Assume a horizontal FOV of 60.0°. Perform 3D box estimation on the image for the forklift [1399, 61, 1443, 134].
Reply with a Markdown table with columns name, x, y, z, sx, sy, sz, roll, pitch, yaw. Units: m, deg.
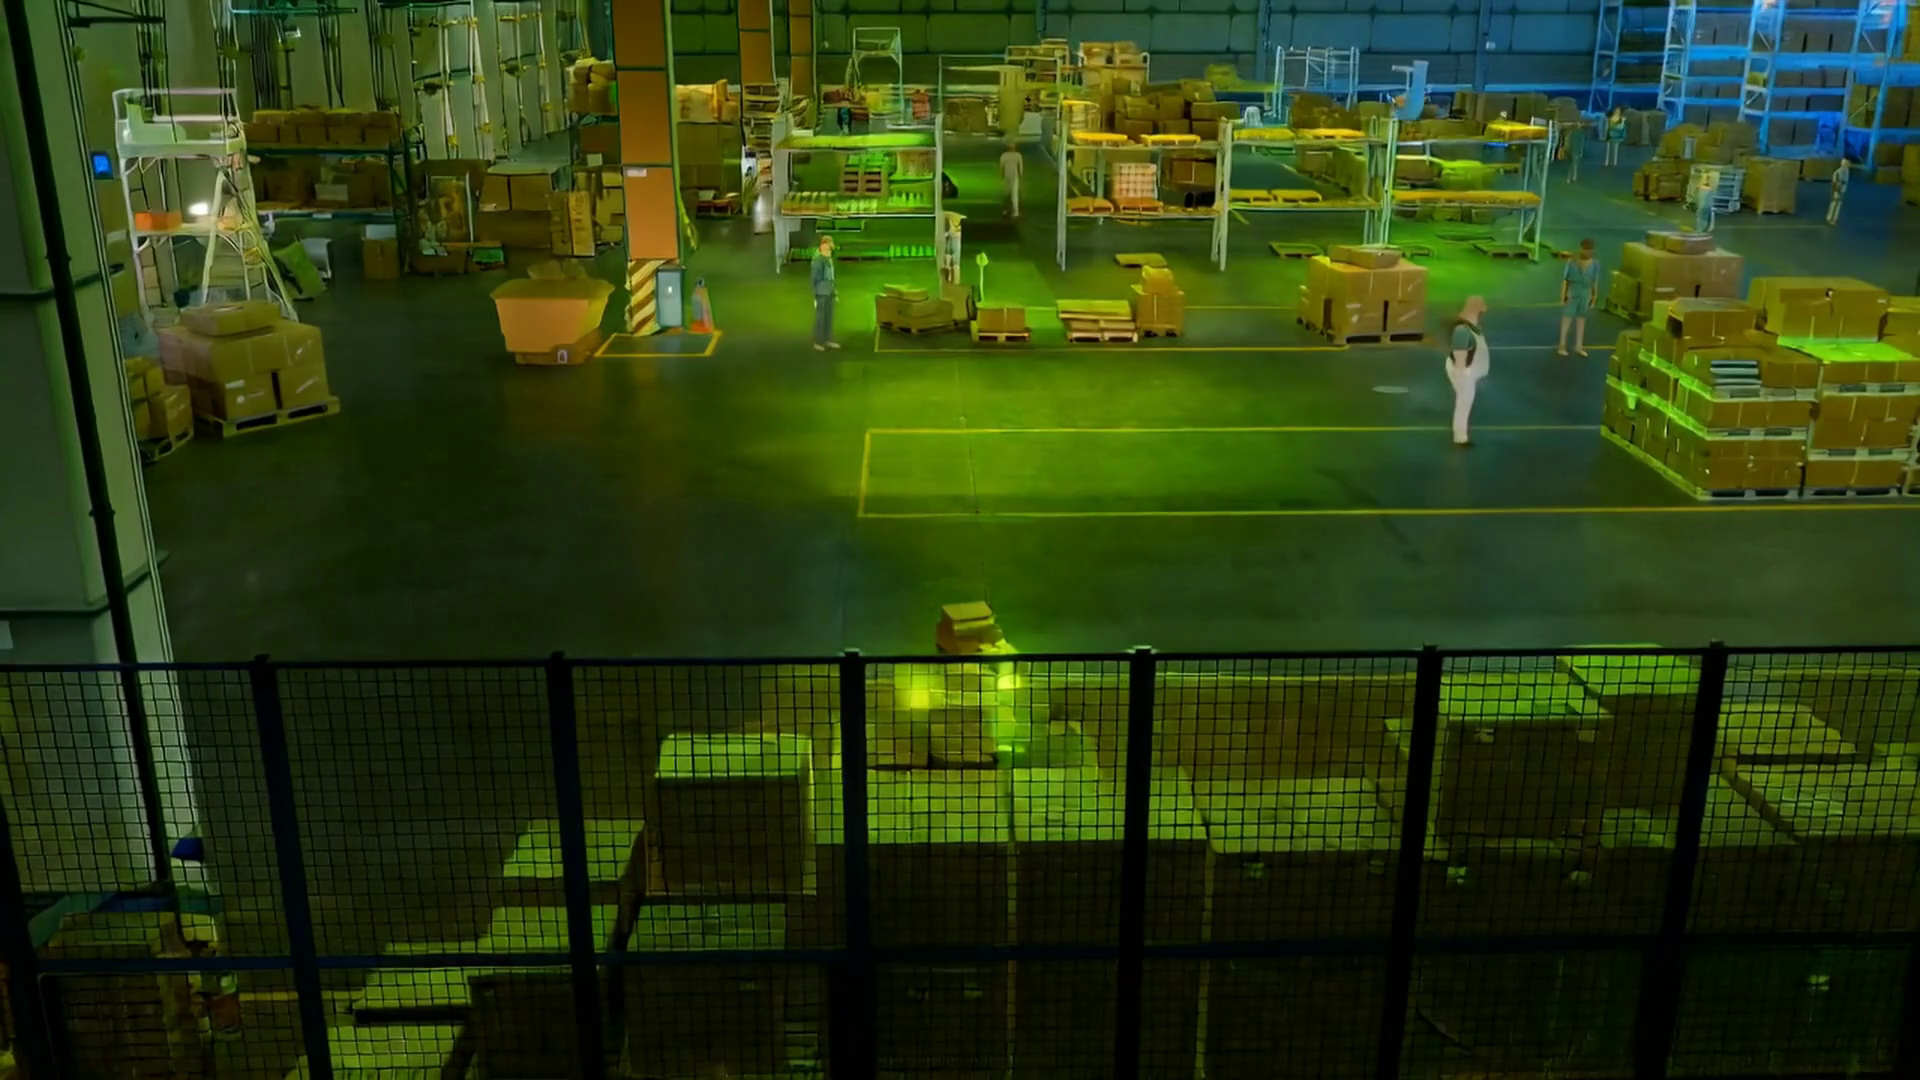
| name | x | y | z | sx | sy | sz | roll | pitch | yaw |
| --- | --- | --- | --- | --- | --- | --- | --- | --- | --- |
| forklift | 18.167 | -17.564 | 65.977 | 1.873 | 2.768 | 1.129 | -1 | 19 | -2 |

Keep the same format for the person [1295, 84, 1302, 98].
| name | x | y | z | sx | sy | sz | roll | pitch | yaw |
| --- | --- | --- | --- | --- | --- | --- | --- | --- | --- |
| person | 13.470 | -17.189 | 66.283 | 0.694 | 1.953 | 0.659 | -3 | 19 | -10 |

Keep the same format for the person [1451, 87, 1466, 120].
| name | x | y | z | sx | sy | sz | roll | pitch | yaw |
| --- | --- | --- | --- | --- | --- | --- | --- | --- | --- |
| person | 19.357 | -16.609 | 64.607 | 0.579 | 1.926 | 0.387 | 8 | 20 | 24 |

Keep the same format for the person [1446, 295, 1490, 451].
| name | x | y | z | sx | sy | sz | roll | pitch | yaw |
| --- | --- | --- | --- | --- | --- | --- | --- | --- | --- |
| person | 6.626 | -2.211 | 21.724 | 0.535 | 2.000 | 0.693 | 6 | 20 | 17 |

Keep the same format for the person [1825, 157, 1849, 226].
| name | x | y | z | sx | sy | sz | roll | pitch | yaw |
| --- | --- | --- | --- | --- | --- | --- | --- | --- | --- |
| person | 21.915 | -8.693 | 41.482 | 0.531 | 1.698 | 0.320 | -8 | 20 | -23 |

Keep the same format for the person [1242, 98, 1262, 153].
| name | x | y | z | sx | sy | sz | roll | pitch | yaw |
| --- | --- | --- | --- | --- | --- | --- | --- | --- | --- |
| person | 10.333 | -14.718 | 59.040 | 0.657 | 1.897 | 0.944 | -2 | 19 | -4 |

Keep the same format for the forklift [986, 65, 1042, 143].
| name | x | y | z | sx | sy | sz | roll | pitch | yaw |
| --- | --- | --- | --- | --- | --- | --- | --- | --- | --- |
| forklift | 2.090 | -16.460 | 62.702 | 1.873 | 2.768 | 1.129 | -10 | 21 | -26 |

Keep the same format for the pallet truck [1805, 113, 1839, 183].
| name | x | y | z | sx | sy | sz | roll | pitch | yaw |
| --- | --- | --- | --- | --- | --- | --- | --- | --- | --- |
| pallet truck | 26.403 | -11.957 | 50.702 | 0.823 | 1.965 | 1.885 | 6 | 19 | 16 |

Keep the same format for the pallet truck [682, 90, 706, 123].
| name | x | y | z | sx | sy | sz | roll | pitch | yaw |
| --- | --- | --- | --- | --- | --- | --- | --- | --- | --- |
| pallet truck | -9.671 | -15.907 | 62.421 | 0.823 | 1.965 | 1.885 | 5 | 19 | 15 |

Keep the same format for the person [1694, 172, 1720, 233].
| name | x | y | z | sx | sy | sz | roll | pitch | yaw |
| --- | --- | --- | --- | --- | --- | --- | --- | --- | --- |
| person | 16.084 | -6.939 | 35.890 | 0.388 | 1.957 | 0.606 | -2 | 19 | -6 |

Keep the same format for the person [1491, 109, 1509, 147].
| name | x | y | z | sx | sy | sz | roll | pitch | yaw |
| --- | --- | --- | --- | --- | --- | --- | --- | --- | --- |
| person | 17.866 | -13.436 | 55.415 | 0.772 | 1.799 | 0.736 | 12 | 22 | 32 |

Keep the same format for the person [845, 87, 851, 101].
| name | x | y | z | sx | sy | sz | roll | pitch | yaw |
| --- | --- | --- | --- | --- | --- | --- | --- | --- | --- |
| person | -4.618 | -17.687 | 68.159 | 0.316 | 1.700 | 0.540 | -6 | 20 | -19 |

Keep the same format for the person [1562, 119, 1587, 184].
| name | x | y | z | sx | sy | sz | roll | pitch | yaw |
| --- | --- | --- | --- | --- | --- | --- | --- | --- | --- |
| person | 18.566 | -11.775 | 50.320 | 0.672 | 1.889 | 0.991 | 7 | 20 | 20 |

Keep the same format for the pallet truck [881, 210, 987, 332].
| name | x | y | z | sx | sy | sz | roll | pitch | yaw |
| --- | --- | --- | --- | --- | --- | --- | --- | --- | --- |
| pallet truck | -0.493 | -4.759 | 29.349 | 1.885 | 1.965 | 0.823 | -13 | 23 | -34 |

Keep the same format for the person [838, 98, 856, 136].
| name | x | y | z | sx | sy | sz | roll | pitch | yaw |
| --- | --- | --- | --- | --- | --- | --- | --- | --- | --- |
| person | -4.019 | -14.830 | 59.373 | 0.664 | 1.902 | 0.534 | -4 | 19 | -13 |

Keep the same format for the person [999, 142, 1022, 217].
| name | x | y | z | sx | sy | sz | roll | pitch | yaw |
| --- | --- | --- | --- | --- | --- | --- | --- | --- | --- |
| person | 1.320 | -9.359 | 43.168 | 0.628 | 1.894 | 1.026 | -3 | 19 | -10 |

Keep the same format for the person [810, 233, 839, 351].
| name | x | y | z | sx | sy | sz | roll | pitch | yaw |
| --- | --- | --- | --- | --- | --- | --- | --- | --- | --- |
| person | -2.228 | -4.119 | 27.560 | 0.382 | 1.924 | 0.594 | 12 | 22 | 31 |

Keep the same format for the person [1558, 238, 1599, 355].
| name | x | y | z | sx | sy | sz | roll | pitch | yaw |
| --- | --- | --- | --- | --- | --- | --- | --- | --- | --- |
| person | 10.080 | -3.954 | 27.074 | 0.550 | 1.929 | 0.396 | 2 | 19 | 5 |

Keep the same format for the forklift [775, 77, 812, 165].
| name | x | y | z | sx | sy | sz | roll | pitch | yaw |
| --- | --- | --- | --- | --- | --- | --- | --- | --- | --- |
| forklift | -5.917 | -13.894 | 55.089 | 1.873 | 2.768 | 1.129 | -1 | 19 | -1 |

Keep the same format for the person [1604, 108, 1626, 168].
| name | x | y | z | sx | sy | sz | roll | pitch | yaw |
| --- | --- | --- | --- | --- | --- | --- | --- | --- | --- |
| person | 21.344 | -13.105 | 54.251 | 0.591 | 1.911 | 0.389 | 7 | 20 | 19 |
